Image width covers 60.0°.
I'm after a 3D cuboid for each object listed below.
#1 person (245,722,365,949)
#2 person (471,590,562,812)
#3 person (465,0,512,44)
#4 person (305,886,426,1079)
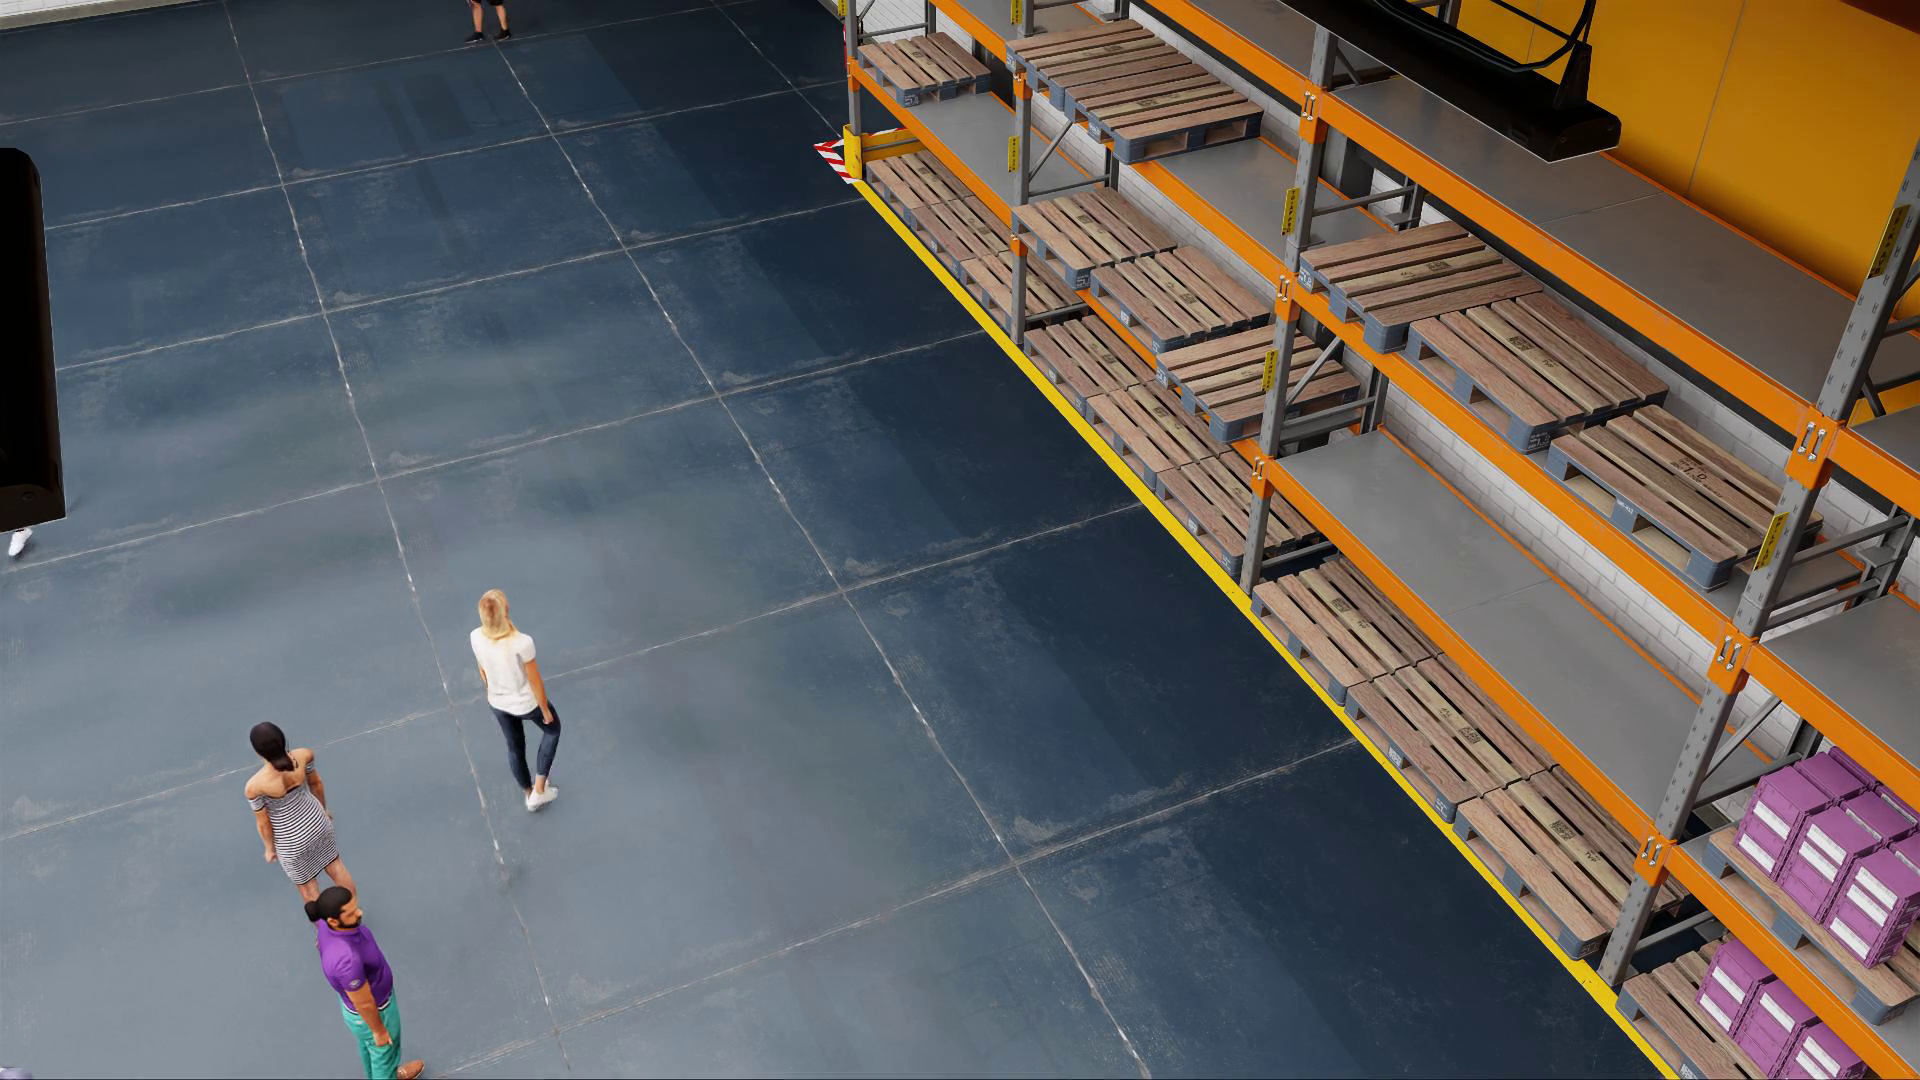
[{"bbox_3d":[-3.832,1.738,9.723,0.688,1.823,0.677,24,44,27],"label":"person"},{"bbox_3d":[-2.840,1.096,10.544,0.749,1.803,0.794,9,39,11],"label":"person"},{"bbox_3d":[-5.920,-7.123,20.925,0.912,1.691,0.927,26,45,29],"label":"person"},{"bbox_3d":[-3.161,2.468,8.854,0.681,1.767,0.488,-19,42,-22],"label":"person"}]
